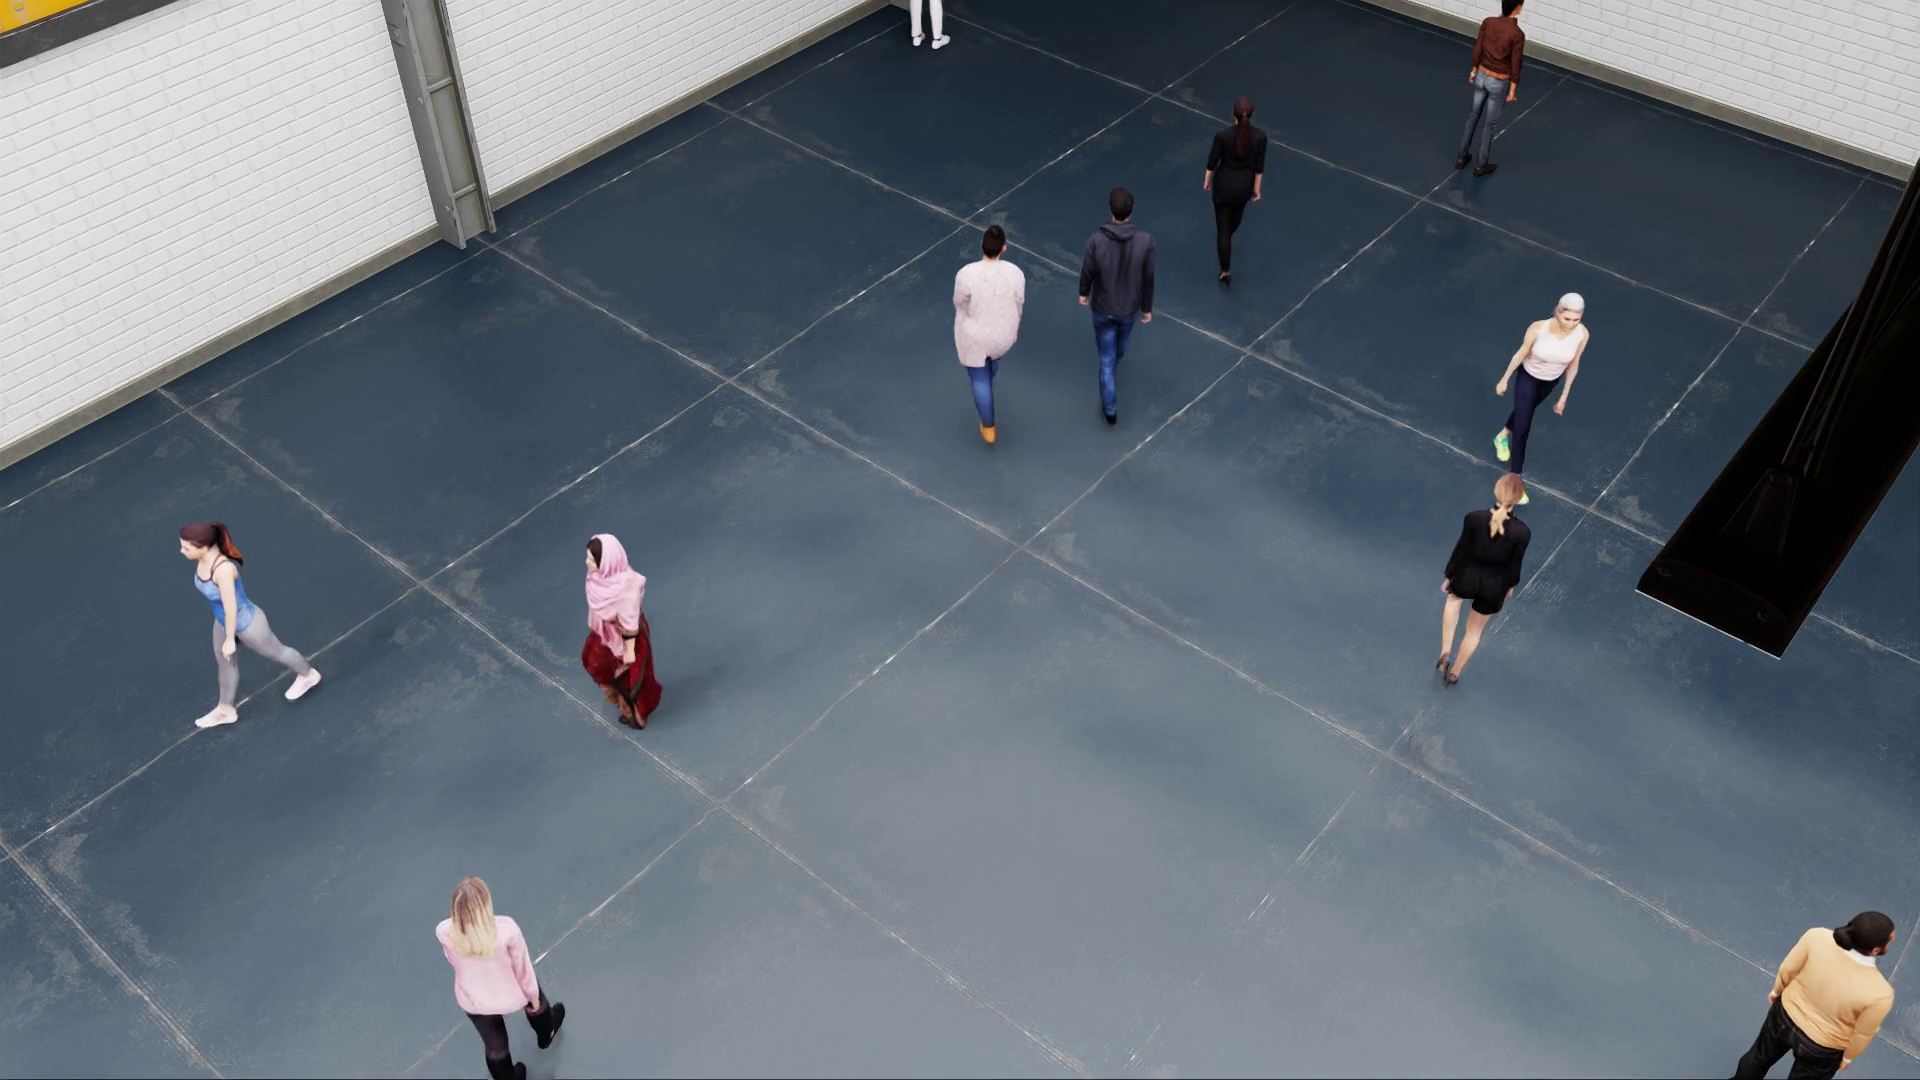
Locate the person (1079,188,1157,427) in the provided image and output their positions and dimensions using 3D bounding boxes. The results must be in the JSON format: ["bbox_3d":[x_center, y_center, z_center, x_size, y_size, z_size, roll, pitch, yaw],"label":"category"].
[{"bbox_3d":[1.163,-1.679,12.433,1.173,1.833,1.257,-1,44,-1],"label":"person"}]

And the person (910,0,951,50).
[{"bbox_3d":[-0.347,-5.891,16.862,0.780,1.825,0.695,17,46,17],"label":"person"}]

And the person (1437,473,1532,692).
[{"bbox_3d":[3.212,0.335,10.379,0.666,1.752,0.692,16,46,17],"label":"person"}]

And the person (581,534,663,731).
[{"bbox_3d":[-2.032,0.513,10.270,0.739,1.644,0.759,-27,50,-26],"label":"person"}]

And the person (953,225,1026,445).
[{"bbox_3d":[0.199,-1.497,12.341,1.151,1.698,1.159,-7,44,-7],"label":"person"}]

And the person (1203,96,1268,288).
[{"bbox_3d":[2.271,-2.848,13.820,1.038,1.614,1.124,-2,44,-2],"label":"person"}]

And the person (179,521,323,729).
[{"bbox_3d":[-4.414,0.481,10.358,0.630,1.570,1.036,34,53,31],"label":"person"}]

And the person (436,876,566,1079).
[{"bbox_3d":[-2.342,2.341,8.337,0.887,1.665,0.963,-2,44,-2],"label":"person"}]

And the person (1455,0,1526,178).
[{"bbox_3d":[4.819,-4.149,15.066,0.569,1.778,0.675,-31,52,-29],"label":"person"}]

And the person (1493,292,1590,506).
[{"bbox_3d":[4.151,-1.180,12.038,1.113,1.657,1.197,1,44,1],"label":"person"}]

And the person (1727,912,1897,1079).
[{"bbox_3d":[4.209,2.397,8.214,0.704,1.752,0.729,-22,48,-22],"label":"person"}]
